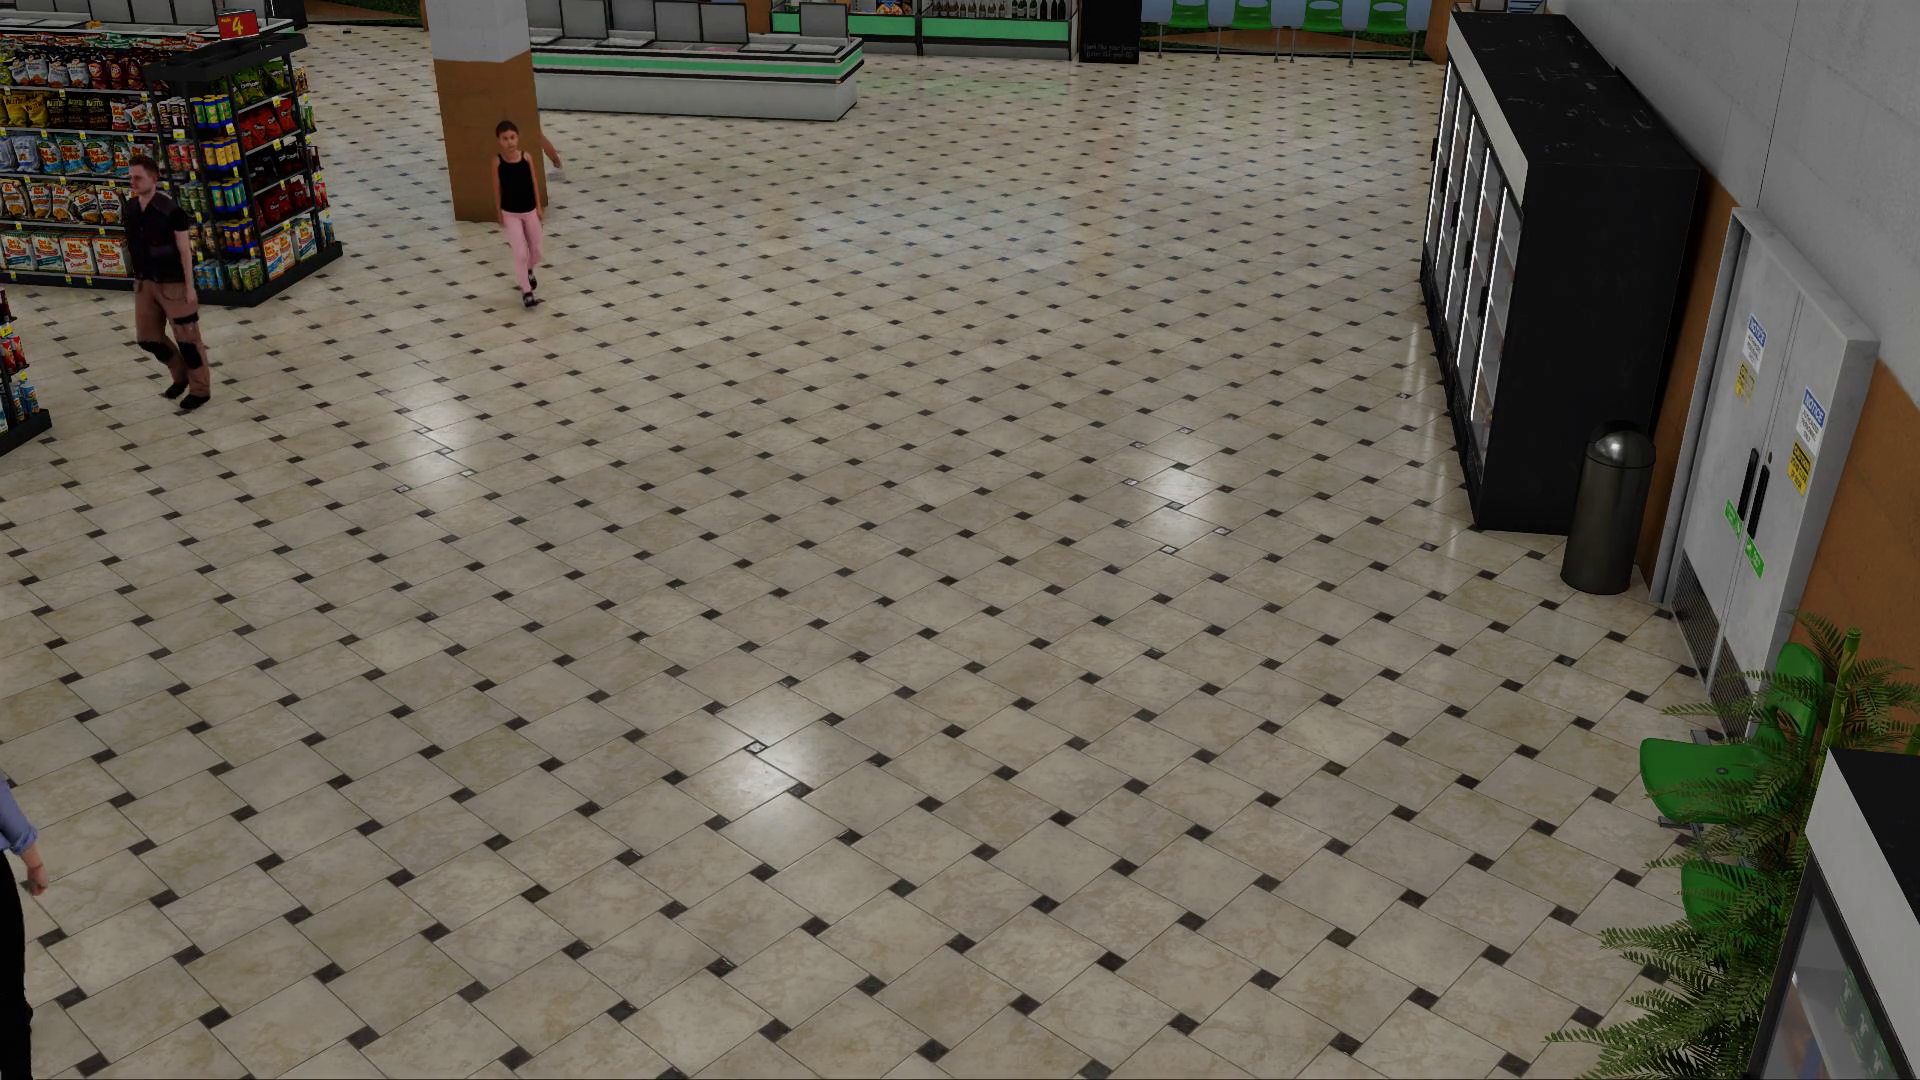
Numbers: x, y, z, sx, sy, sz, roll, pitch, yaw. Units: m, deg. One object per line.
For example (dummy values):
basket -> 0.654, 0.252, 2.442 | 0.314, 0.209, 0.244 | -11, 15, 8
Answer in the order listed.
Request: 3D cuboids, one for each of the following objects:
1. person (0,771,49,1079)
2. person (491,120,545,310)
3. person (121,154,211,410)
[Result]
person -> -3.434, 1.322, 5.747 | 1.185, 1.704, 1.132 | -11, 29, -21
person -> -3.696, -2.737, 13.924 | 0.854, 1.546, 0.869 | -13, 30, -24
person -> -5.606, -1.861, 11.884 | 0.596, 1.830, 0.766 | 8, 28, 15
